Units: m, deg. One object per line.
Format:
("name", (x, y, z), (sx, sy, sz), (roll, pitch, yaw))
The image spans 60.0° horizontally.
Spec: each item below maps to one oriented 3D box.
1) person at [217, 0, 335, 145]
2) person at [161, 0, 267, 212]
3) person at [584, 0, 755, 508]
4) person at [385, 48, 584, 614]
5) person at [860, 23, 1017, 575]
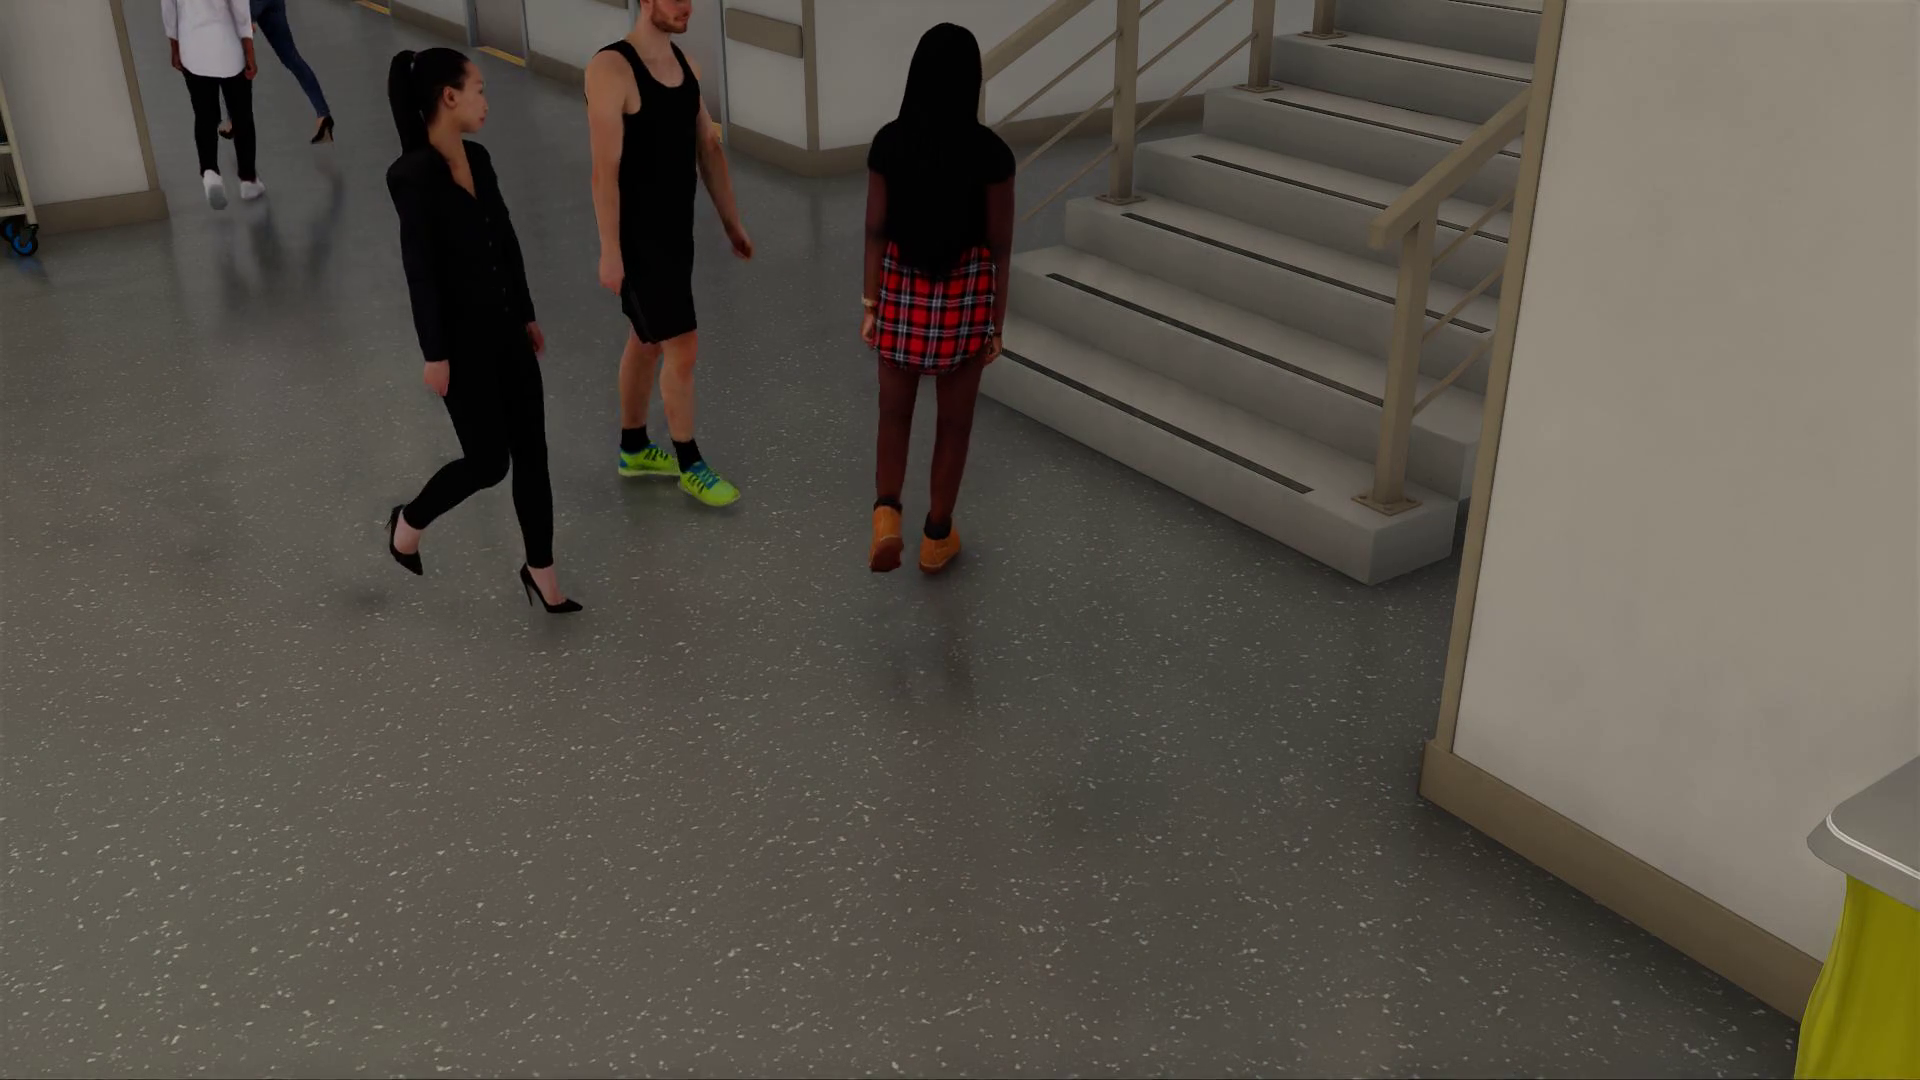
("person", (-4.374, -3.335, 10.552), (1.126, 1.743, 1.153), (7, 27, 15))
("person", (-4.182, -2.730, 9.250), (1.045, 1.785, 0.967), (-5, 26, -10))
("person", (-1.123, -1.045, 5.664), (0.990, 1.864, 0.929), (6, 26, 12))
("person", (-1.459, -0.550, 4.837), (0.940, 1.691, 0.912), (9, 27, 19))
("person", (-0.066, -0.630, 4.988), (0.894, 1.704, 0.951), (3, 26, 6))
